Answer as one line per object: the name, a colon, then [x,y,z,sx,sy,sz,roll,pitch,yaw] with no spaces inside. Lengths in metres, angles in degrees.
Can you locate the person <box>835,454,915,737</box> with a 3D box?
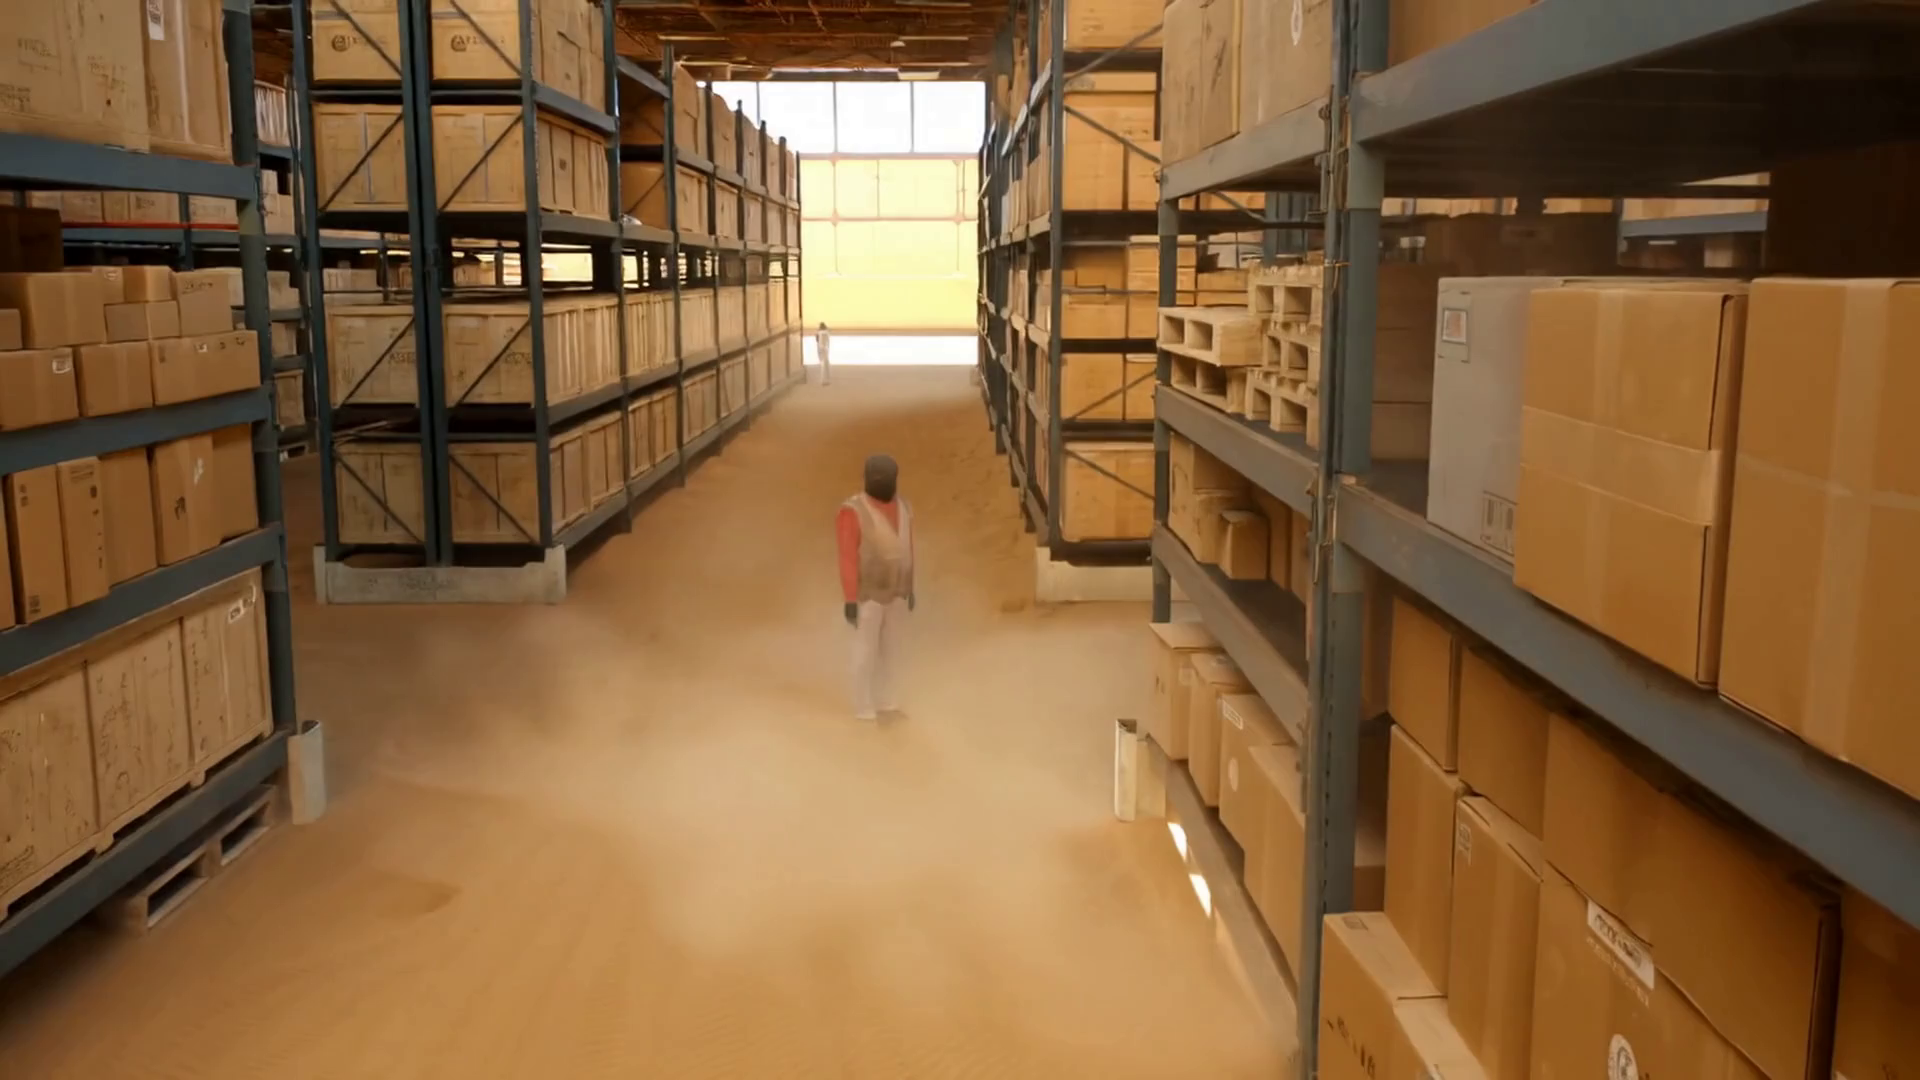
person: [-0.519,0.352,10.885,0.429,1.839,0.634,8,12,41]

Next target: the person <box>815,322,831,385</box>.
person: [-3.581,-4.884,43.601,0.310,1.639,0.514,-8,12,-41]
